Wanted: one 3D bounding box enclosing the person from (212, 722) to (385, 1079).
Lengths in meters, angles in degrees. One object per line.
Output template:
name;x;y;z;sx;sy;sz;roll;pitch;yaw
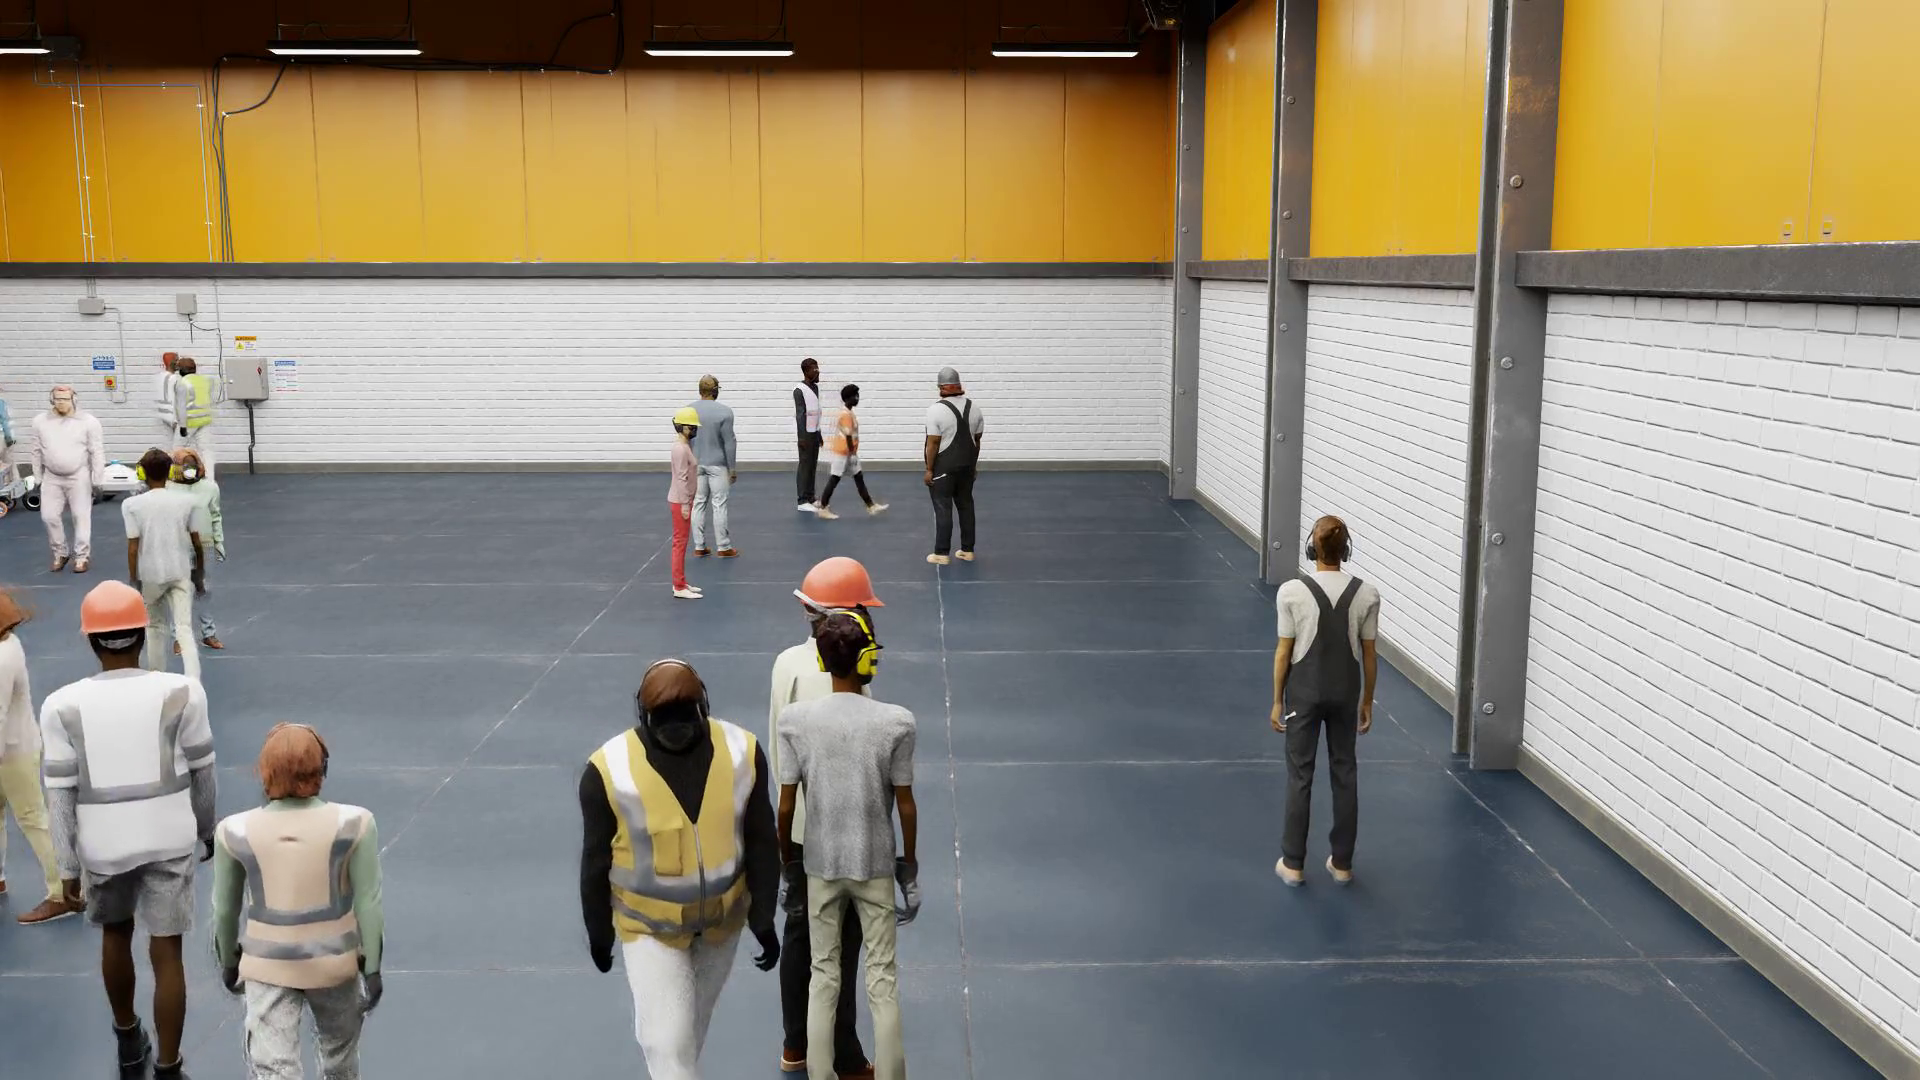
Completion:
person;-2.123;1.376;5.364;0.527;1.592;0.872;-3;10;-15

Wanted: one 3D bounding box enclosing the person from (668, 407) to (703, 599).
person;-2.537;-0.345;15.391;0.329;1.765;0.526;-1;9;-7

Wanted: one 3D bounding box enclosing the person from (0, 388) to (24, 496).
person;-12.744;-1.348;21.966;0.602;1.617;0.534;-7;12;-38

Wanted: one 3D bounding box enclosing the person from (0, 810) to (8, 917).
person;-4.678;0.816;7.735;0.371;1.940;0.630;-3;10;-20

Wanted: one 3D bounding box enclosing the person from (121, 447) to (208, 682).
person;-5.456;0.270;11.467;0.540;1.824;0.990;-7;12;-38

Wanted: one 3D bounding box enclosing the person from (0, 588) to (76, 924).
person;-4.487;0.999;7.623;0.721;1.604;0.530;-5;10;-27

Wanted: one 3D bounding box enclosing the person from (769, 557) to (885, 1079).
person;-0.467;1.047;6.151;0.396;1.990;0.622;-6;11;-35

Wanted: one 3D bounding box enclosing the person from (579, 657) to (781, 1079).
person;-0.860;1.272;5.361;0.614;1.792;0.909;-5;11;-28

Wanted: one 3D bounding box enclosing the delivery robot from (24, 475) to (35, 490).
delivery robot;-11.412;-0.713;21.052;0.707;0.478;0.477;-2;9;-15

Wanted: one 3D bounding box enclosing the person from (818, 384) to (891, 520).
person;-1.306;-1.054;20.077;0.908;1.635;0.553;0;9;-1

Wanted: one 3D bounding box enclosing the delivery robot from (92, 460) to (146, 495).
delivery robot;-10.941;-0.797;21.566;0.707;0.478;0.477;-1;9;-5

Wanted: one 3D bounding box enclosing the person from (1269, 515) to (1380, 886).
person;1.786;0.795;8.172;0.509;1.842;0.334;0;9;-2

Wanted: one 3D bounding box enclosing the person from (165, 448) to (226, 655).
person;-6.082;0.081;13.172;0.268;1.631;0.507;9;13;44

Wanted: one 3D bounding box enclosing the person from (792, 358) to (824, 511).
person;-1.903;-1.328;20.935;0.392;1.922;0.591;3;10;17

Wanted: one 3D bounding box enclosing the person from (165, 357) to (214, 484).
person;-10.688;-1.610;22.968;0.801;1.812;0.664;3;10;16

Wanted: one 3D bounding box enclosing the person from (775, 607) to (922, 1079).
person;-0.391;1.165;5.824;0.517;1.865;0.334;1;9;5

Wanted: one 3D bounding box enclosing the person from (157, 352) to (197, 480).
person;-11.066;-1.732;23.566;0.594;1.867;0.586;9;13;44

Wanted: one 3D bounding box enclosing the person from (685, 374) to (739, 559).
person;-2.618;-0.762;17.406;0.627;1.940;0.377;4;10;21

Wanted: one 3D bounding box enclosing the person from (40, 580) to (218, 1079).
person;-3.012;1.096;6.110;0.548;1.907;0.822;-3;10;-19

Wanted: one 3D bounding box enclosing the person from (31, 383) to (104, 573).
person;-8.906;-0.616;16.618;0.674;1.897;0.412;-2;10;-13

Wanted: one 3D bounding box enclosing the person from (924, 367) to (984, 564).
person;-0.123;-0.778;17.195;0.688;2.000;0.536;-7;12;-37
